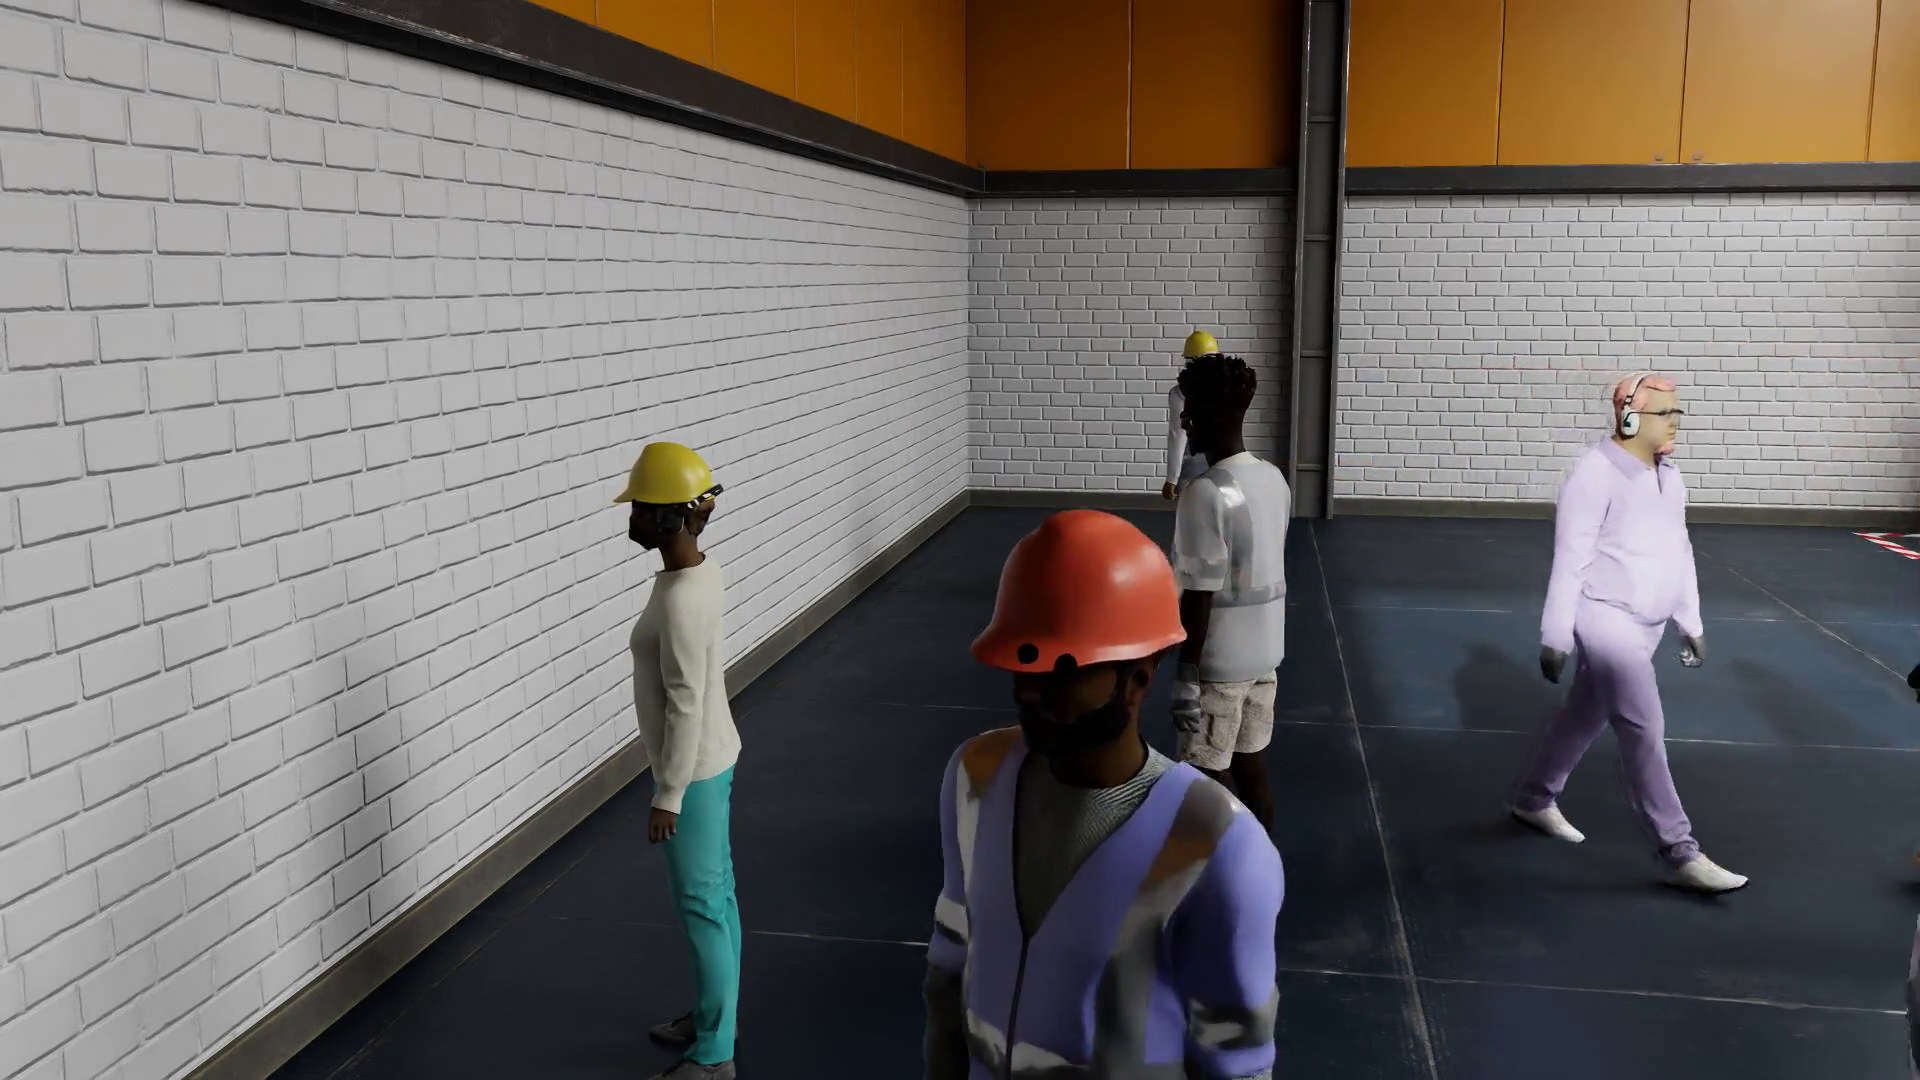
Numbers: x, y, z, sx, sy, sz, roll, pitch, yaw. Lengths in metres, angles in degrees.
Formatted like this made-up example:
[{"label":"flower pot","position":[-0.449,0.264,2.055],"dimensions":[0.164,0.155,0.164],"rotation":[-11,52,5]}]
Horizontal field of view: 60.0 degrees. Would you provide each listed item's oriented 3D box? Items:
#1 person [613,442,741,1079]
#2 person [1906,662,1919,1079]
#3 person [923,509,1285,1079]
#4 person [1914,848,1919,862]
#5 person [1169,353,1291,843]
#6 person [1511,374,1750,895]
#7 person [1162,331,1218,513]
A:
[{"label":"person","position":[-0.756,0.616,4.507],"dimensions":[0.316,1.769,0.523],"rotation":[0,9,-2]},{"label":"person","position":[1.300,0.922,2.184],"dimensions":[0.578,1.897,0.638],"rotation":[4,10,23]},{"label":"person","position":[0.228,0.886,2.397],"dimensions":[0.822,1.919,0.551],"rotation":[-8,12,-42]},{"label":"person","position":[3.781,0.357,5.561],"dimensions":[1.003,1.954,0.628],"rotation":[9,13,43]},{"label":"person","position":[0.858,0.375,5.419],"dimensions":[0.375,1.958,0.606],"rotation":[6,11,34]},{"label":"person","position":[2.475,0.311,6.153],"dimensions":[0.664,1.851,1.036],"rotation":[-8,12,-40]},{"label":"person","position":[1.570,-0.455,10.950],"dimensions":[0.602,1.830,0.404],"rotation":[-6,11,-33]}]
